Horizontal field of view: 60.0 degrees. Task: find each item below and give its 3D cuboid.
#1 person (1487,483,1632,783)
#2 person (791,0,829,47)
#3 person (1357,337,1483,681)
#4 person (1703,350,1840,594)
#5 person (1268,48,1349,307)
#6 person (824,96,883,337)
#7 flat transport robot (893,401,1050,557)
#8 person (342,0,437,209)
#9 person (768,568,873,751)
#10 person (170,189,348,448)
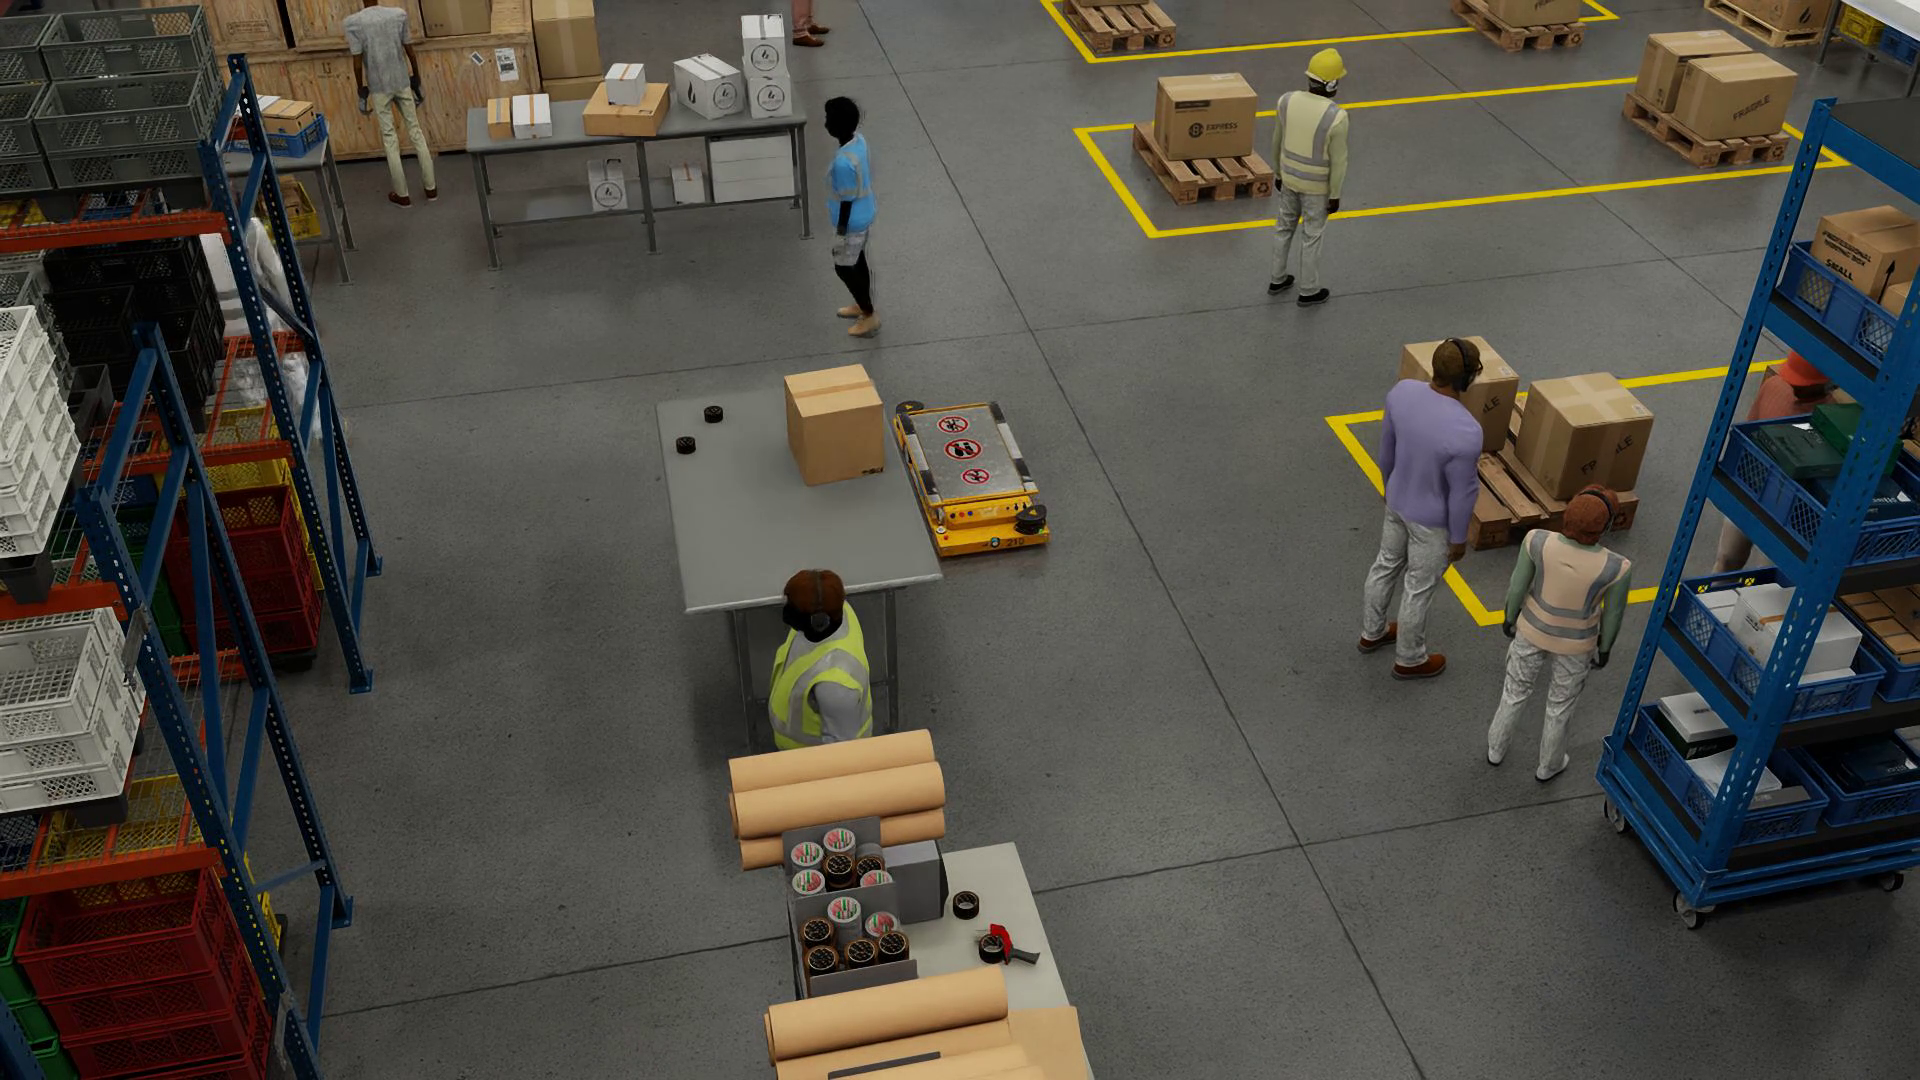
[{"bbox_3d":[2.791,0.449,7.787,0.523,1.639,0.306,20,41,25],"label":"person"},{"bbox_3d":[-1.469,-5.685,15.820,0.402,1.900,0.645,1,37,2],"label":"person"},{"bbox_3d":[2.324,-0.153,8.349,0.370,1.940,0.627,-17,40,-22],"label":"person"},{"bbox_3d":[4.047,-0.163,8.324,0.392,1.986,0.610,-16,40,-20],"label":"person"},{"bbox_3d":[2.441,-2.529,11.629,0.404,1.833,0.591,-28,45,-32],"label":"person"},{"bbox_3d":[-0.729,-2.181,11.282,0.350,1.692,0.564,4,37,6],"label":"person"},{"bbox_3d":[0.046,-0.430,10.108,0.652,0.197,1.431,-8,37,-10],"label":"flat transport robot"},{"bbox_3d":[-4.433,-3.499,12.909,0.514,1.865,0.327,-21,41,-25],"label":"person"},{"bbox_3d":[-0.583,0.865,7.061,0.429,1.845,0.627,-6,37,-8],"label":"person"},{"bbox_3d":[-4.270,-1.317,10.002,0.678,1.850,0.454,-23,42,-28],"label":"person"}]
